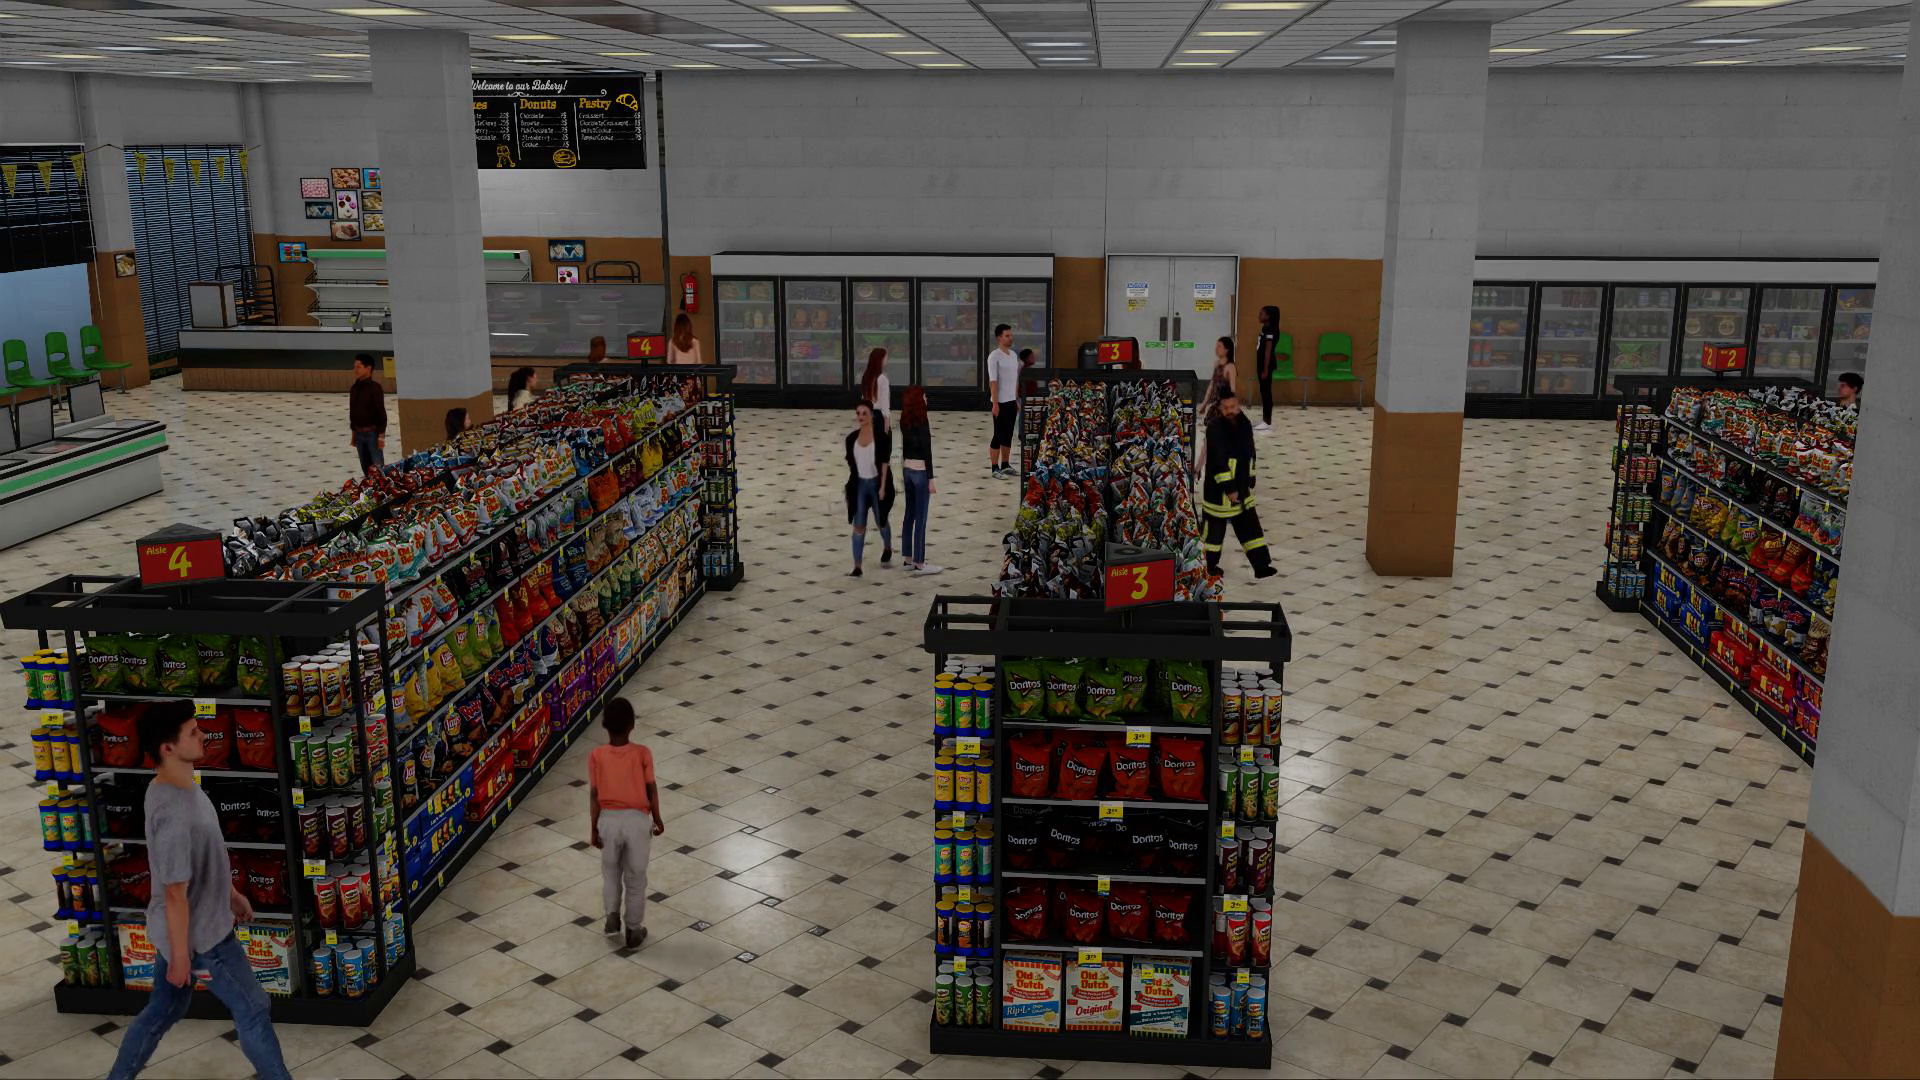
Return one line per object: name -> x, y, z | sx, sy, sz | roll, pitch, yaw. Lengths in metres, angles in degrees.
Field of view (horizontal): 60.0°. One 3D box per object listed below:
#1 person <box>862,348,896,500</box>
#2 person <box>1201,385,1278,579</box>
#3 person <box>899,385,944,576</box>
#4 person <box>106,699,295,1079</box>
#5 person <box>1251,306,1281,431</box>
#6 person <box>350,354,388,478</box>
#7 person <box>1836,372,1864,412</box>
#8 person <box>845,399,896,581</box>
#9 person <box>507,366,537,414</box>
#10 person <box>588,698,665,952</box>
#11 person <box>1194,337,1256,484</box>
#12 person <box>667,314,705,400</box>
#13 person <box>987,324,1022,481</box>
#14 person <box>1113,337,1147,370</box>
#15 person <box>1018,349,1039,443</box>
person -> -0.983, -1.241, 18.458 | 0.992, 1.745, 0.925 | -12, 18, -40
person -> 2.415, -0.517, 15.323 | 1.154, 1.816, 1.269 | -10, 17, -35
person -> -0.401, -0.570, 15.605 | 0.729, 1.786, 0.646 | -8, 16, -29
person -> -3.178, 1.562, 6.680 | 1.163, 1.850, 1.226 | -7, 15, -27
person -> 4.306, -2.428, 23.382 | 0.669, 1.731, 0.506 | 0, 14, 1
person -> -6.347, -1.125, 17.901 | 0.717, 1.782, 0.684 | 8, 16, 30
person -> 8.515, -0.670, 15.948 | 0.980, 1.819, 1.163 | -3, 14, -13
person -> -0.803, -0.483, 15.547 | 0.701, 1.645, 1.156 | 3, 14, 11
person -> -4.763, -1.041, 17.962 | 0.842, 1.591, 0.734 | -3, 14, -10
person -> -1.689, 1.444, 8.329 | 0.493, 1.302, 0.488 | 1, 14, 2
person -> 3.164, -1.482, 19.511 | 0.974, 1.718, 1.195 | -4, 14, -15
person -> -3.574, -2.052, 21.748 | 0.738, 1.770, 0.694 | 0, 14, -1
person -> 0.524, -1.678, 20.033 | 0.812, 1.852, 0.699 | 10, 17, 36
person -> 2.047, -1.618, 20.137 | 0.683, 1.687, 0.643 | -3, 14, -11
person -> 0.880, -1.955, 22.447 | 0.578, 1.253, 0.458 | -1, 14, -3
